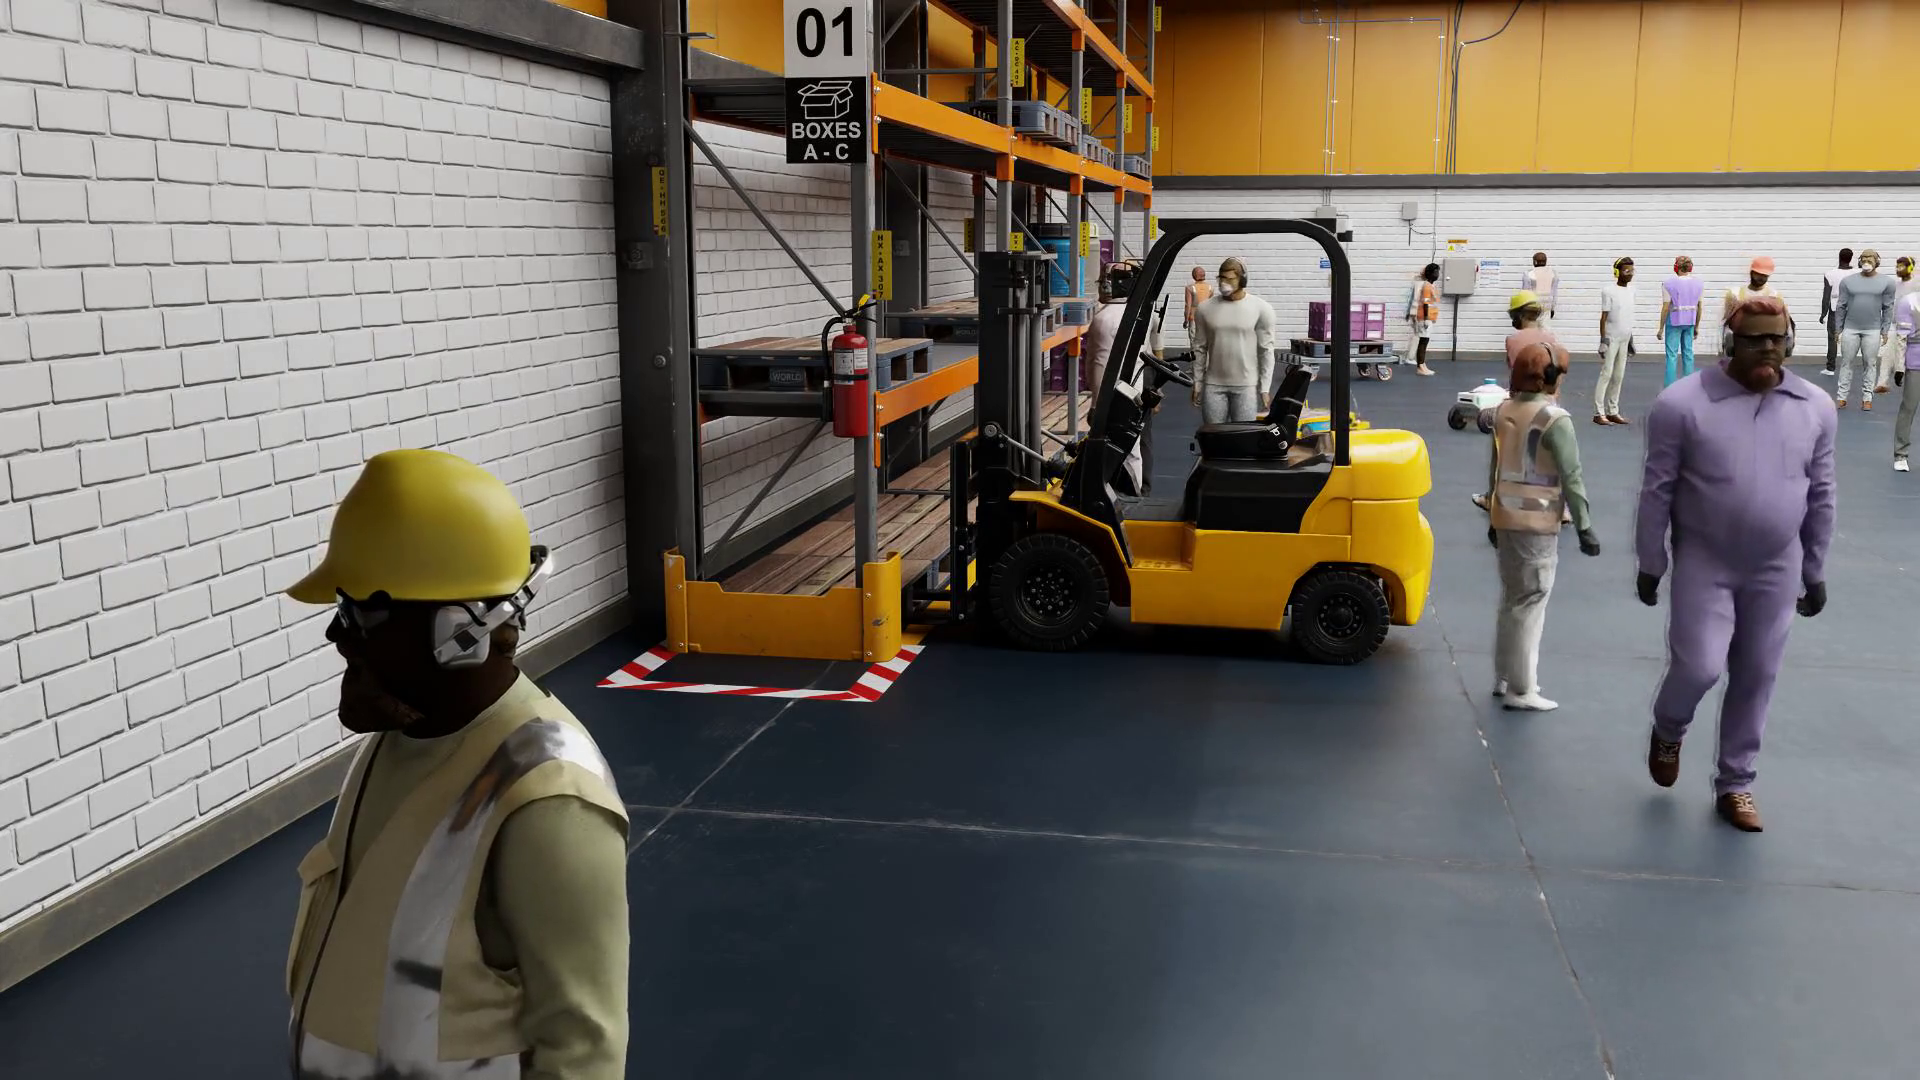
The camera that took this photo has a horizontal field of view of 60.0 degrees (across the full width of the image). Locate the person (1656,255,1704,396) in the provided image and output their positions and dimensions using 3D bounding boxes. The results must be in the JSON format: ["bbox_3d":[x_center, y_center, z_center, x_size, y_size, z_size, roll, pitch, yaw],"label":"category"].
[{"bbox_3d":[9.405,-2.782,21.730,0.564,1.846,0.390,-1,10,-7],"label":"person"}]

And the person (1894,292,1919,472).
[{"bbox_3d":[8.643,-1.565,14.829,0.588,1.930,0.358,1,10,6],"label":"person"}]

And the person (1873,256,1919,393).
[{"bbox_3d":[12.639,-2.862,22.206,0.833,1.842,0.518,-3,11,-15],"label":"person"}]

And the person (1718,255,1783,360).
[{"bbox_3d":[8.187,-1.991,17.241,0.565,1.904,0.490,4,11,20],"label":"person"}]

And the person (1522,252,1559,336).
[{"bbox_3d":[9.467,-3.789,27.271,0.627,1.843,0.429,-1,10,-8],"label":"person"}]

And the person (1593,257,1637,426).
[{"bbox_3d":[7.329,-2.209,18.526,0.523,1.870,0.317,-5,12,-27],"label":"person"}]

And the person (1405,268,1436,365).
[{"bbox_3d":[7.514,-3.661,27.182,0.506,1.609,0.532,-3,11,-16],"label":"person"}]

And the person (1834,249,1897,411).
[{"bbox_3d":[10.912,-2.532,20.110,0.632,1.940,0.372,7,12,33],"label":"person"}]

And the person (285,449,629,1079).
[{"bbox_3d":[-0.647,0.792,2.171,0.403,1.834,0.589,-8,13,-36],"label":"person"}]

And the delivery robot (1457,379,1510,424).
[{"bbox_3d":[5.719,-1.498,17.977,0.707,0.478,0.477,-6,12,-30],"label":"delivery robot"}]

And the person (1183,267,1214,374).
[{"bbox_3d":[3.649,-3.347,25.398,0.513,1.639,0.311,-4,11,-22],"label":"person"}]

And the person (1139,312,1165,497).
[{"bbox_3d":[1.301,-1.129,12.693,0.506,1.839,0.343,6,12,29],"label":"person"}]

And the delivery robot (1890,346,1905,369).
[{"bbox_3d":[14.380,-2.842,25.342,0.477,0.478,0.707,6,12,30],"label":"delivery robot"}]

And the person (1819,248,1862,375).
[{"bbox_3d":[13.377,-3.458,25.240,0.590,1.920,0.398,1,10,8],"label":"person"}]

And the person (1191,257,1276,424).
[{"bbox_3d":[2.050,-1.156,12.568,0.633,1.936,0.355,5,11,25],"label":"person"}]

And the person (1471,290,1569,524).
[{"bbox_3d":[4.193,-0.981,12.272,0.532,1.685,0.963,-5,12,-27],"label":"person"}]

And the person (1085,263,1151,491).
[{"bbox_3d":[1.079,-0.998,11.785,0.401,1.910,0.640,7,12,34],"label":"person"}]

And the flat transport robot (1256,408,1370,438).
[{"bbox_3d":[3.634,-1.244,17.622,1.431,0.197,0.652,-8,13,-38],"label":"flat transport robot"}]

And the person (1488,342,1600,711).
[{"bbox_3d":[2.524,-0.052,7.345,0.352,1.636,0.528,-2,11,-13],"label":"person"}]

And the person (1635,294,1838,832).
[{"bbox_3d":[2.769,0.071,5.959,0.666,1.892,0.492,1,10,4],"label":"person"}]

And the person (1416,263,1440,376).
[{"bbox_3d":[7.065,-3.327,25.132,0.322,1.694,0.536,4,11,23],"label":"person"}]

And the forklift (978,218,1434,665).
[{"bbox_3d":[1.285,-0.567,8.635,2.313,2.155,1.214,2,11,11],"label":"forklift"}]
